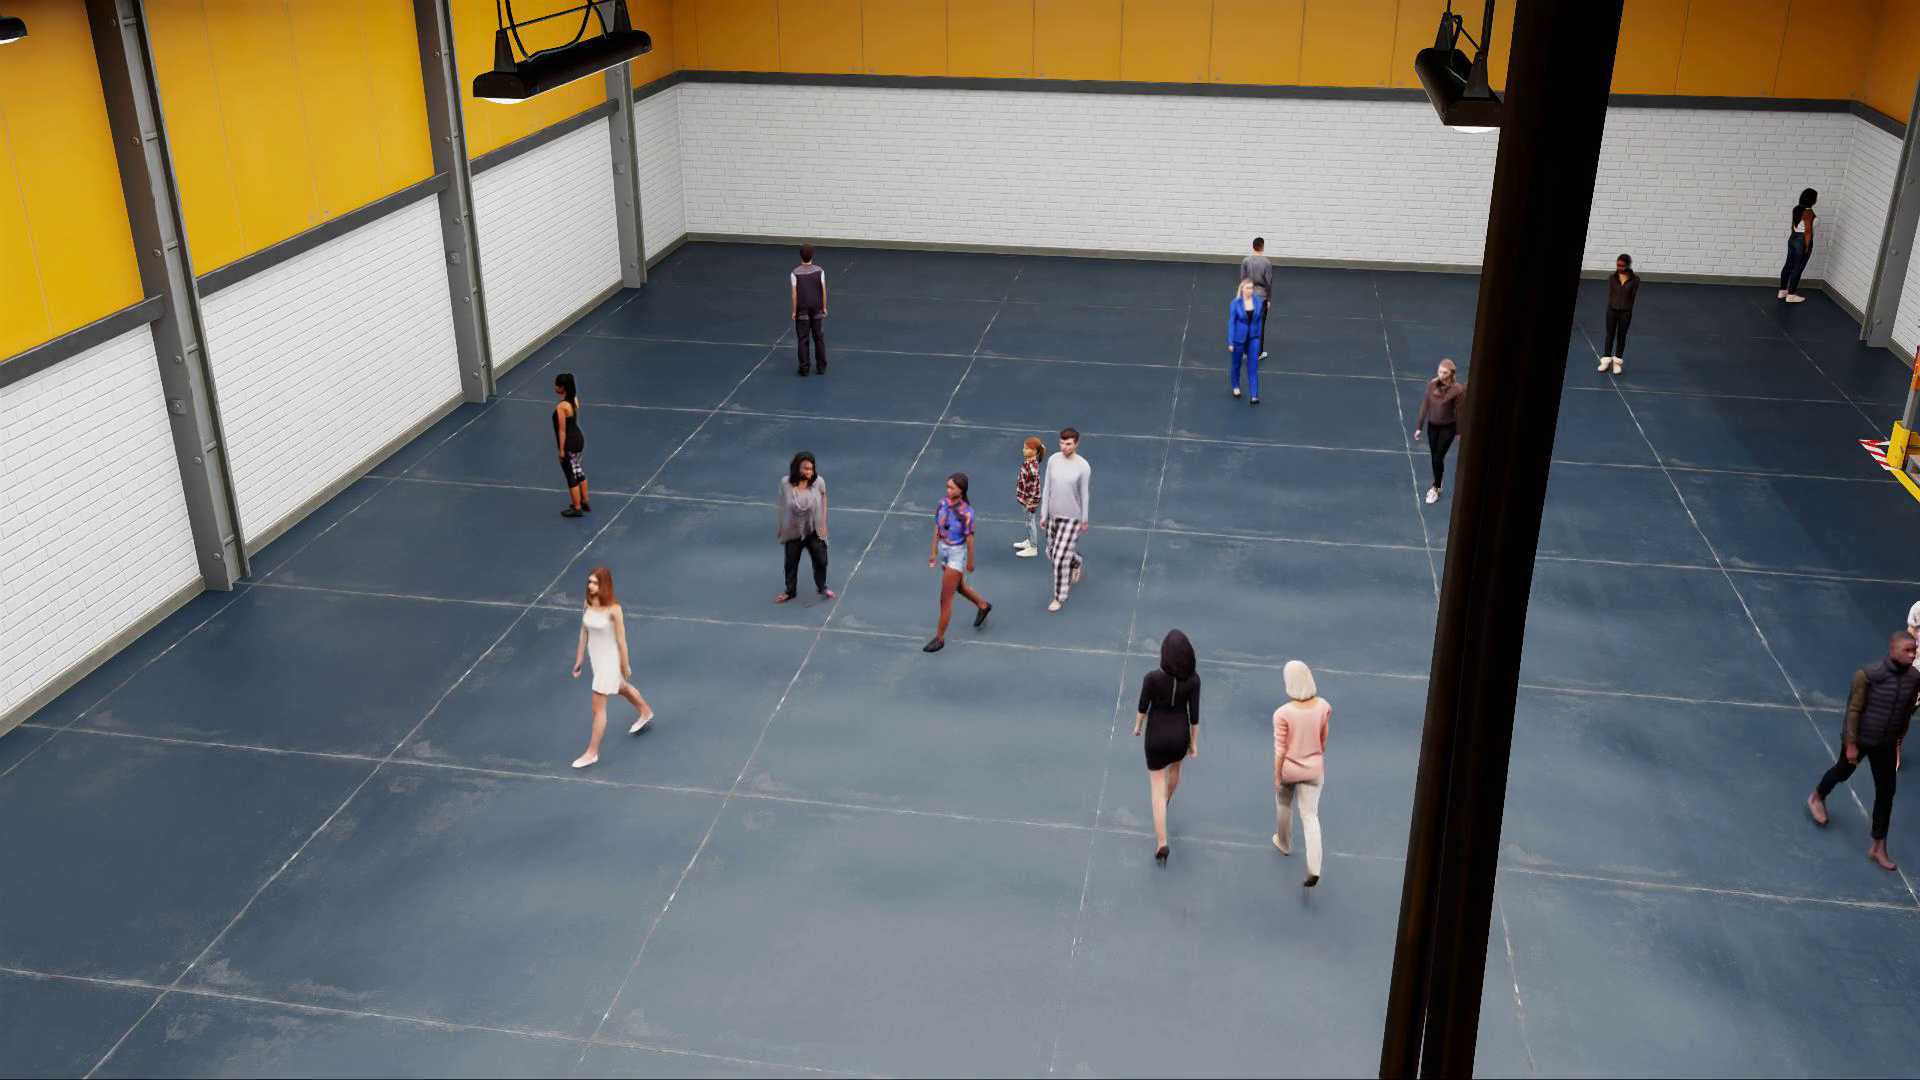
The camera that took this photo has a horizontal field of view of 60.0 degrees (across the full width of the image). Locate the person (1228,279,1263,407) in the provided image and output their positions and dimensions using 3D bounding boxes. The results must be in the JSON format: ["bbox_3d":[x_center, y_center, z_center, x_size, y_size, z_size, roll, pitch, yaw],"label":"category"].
[{"bbox_3d":[3.747,-2.651,22.126,0.860,1.656,1.186,-3,24,-7],"label":"person"}]

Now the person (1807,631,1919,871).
[{"bbox_3d":[6.790,1.476,12.517,0.873,1.791,1.252,-1,24,-2],"label":"person"}]

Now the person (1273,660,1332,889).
[{"bbox_3d":[2.504,1.714,12.099,0.866,1.689,1.144,-4,24,-9],"label":"person"}]

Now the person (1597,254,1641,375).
[{"bbox_3d":[9.274,-3.207,23.388,0.652,1.664,0.719,9,25,20],"label":"person"}]

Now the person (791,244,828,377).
[{"bbox_3d":[-2.097,-3.206,23.156,0.740,1.848,0.735,-7,25,-16],"label":"person"}]

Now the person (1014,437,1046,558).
[{"bbox_3d":[0.740,-0.468,17.573,0.644,1.304,0.531,-2,24,-4],"label":"person"}]

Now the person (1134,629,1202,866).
[{"bbox_3d":[1.540,1.573,12.333,0.792,1.759,1.162,-2,24,-5],"label":"person"}]

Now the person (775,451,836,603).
[{"bbox_3d":[-1.575,-0.135,16.450,0.814,1.592,0.735,6,24,13],"label":"person"}]

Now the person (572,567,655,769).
[{"bbox_3d":[-2.872,0.978,13.812,0.973,1.666,1.227,18,30,36],"label":"person"}]

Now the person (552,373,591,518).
[{"bbox_3d":[-4.330,-1.070,18.499,0.635,1.664,0.458,3,24,6],"label":"person"}]

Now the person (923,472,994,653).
[{"bbox_3d":[0.002,0.167,15.619,1.212,1.705,1.049,-20,31,-38],"label":"person"}]

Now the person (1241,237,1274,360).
[{"bbox_3d":[4.245,-3.474,23.877,0.661,1.761,0.612,9,25,20],"label":"person"}]

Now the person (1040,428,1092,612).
[{"bbox_3d":[1.066,-0.256,16.444,0.911,1.820,1.138,15,28,31],"label":"person"}]

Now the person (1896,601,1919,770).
[{"bbox_3d":[7.911,1.030,13.516,0.713,1.809,0.630,8,25,17],"label":"person"}]

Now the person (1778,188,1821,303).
[{"bbox_3d":[13.497,-4.756,26.749,0.752,1.810,0.612,-1,24,-3],"label":"person"}]

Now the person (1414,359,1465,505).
[{"bbox_3d":[5.525,-1.280,18.968,0.911,1.673,0.830,-21,31,-39],"label":"person"}]
